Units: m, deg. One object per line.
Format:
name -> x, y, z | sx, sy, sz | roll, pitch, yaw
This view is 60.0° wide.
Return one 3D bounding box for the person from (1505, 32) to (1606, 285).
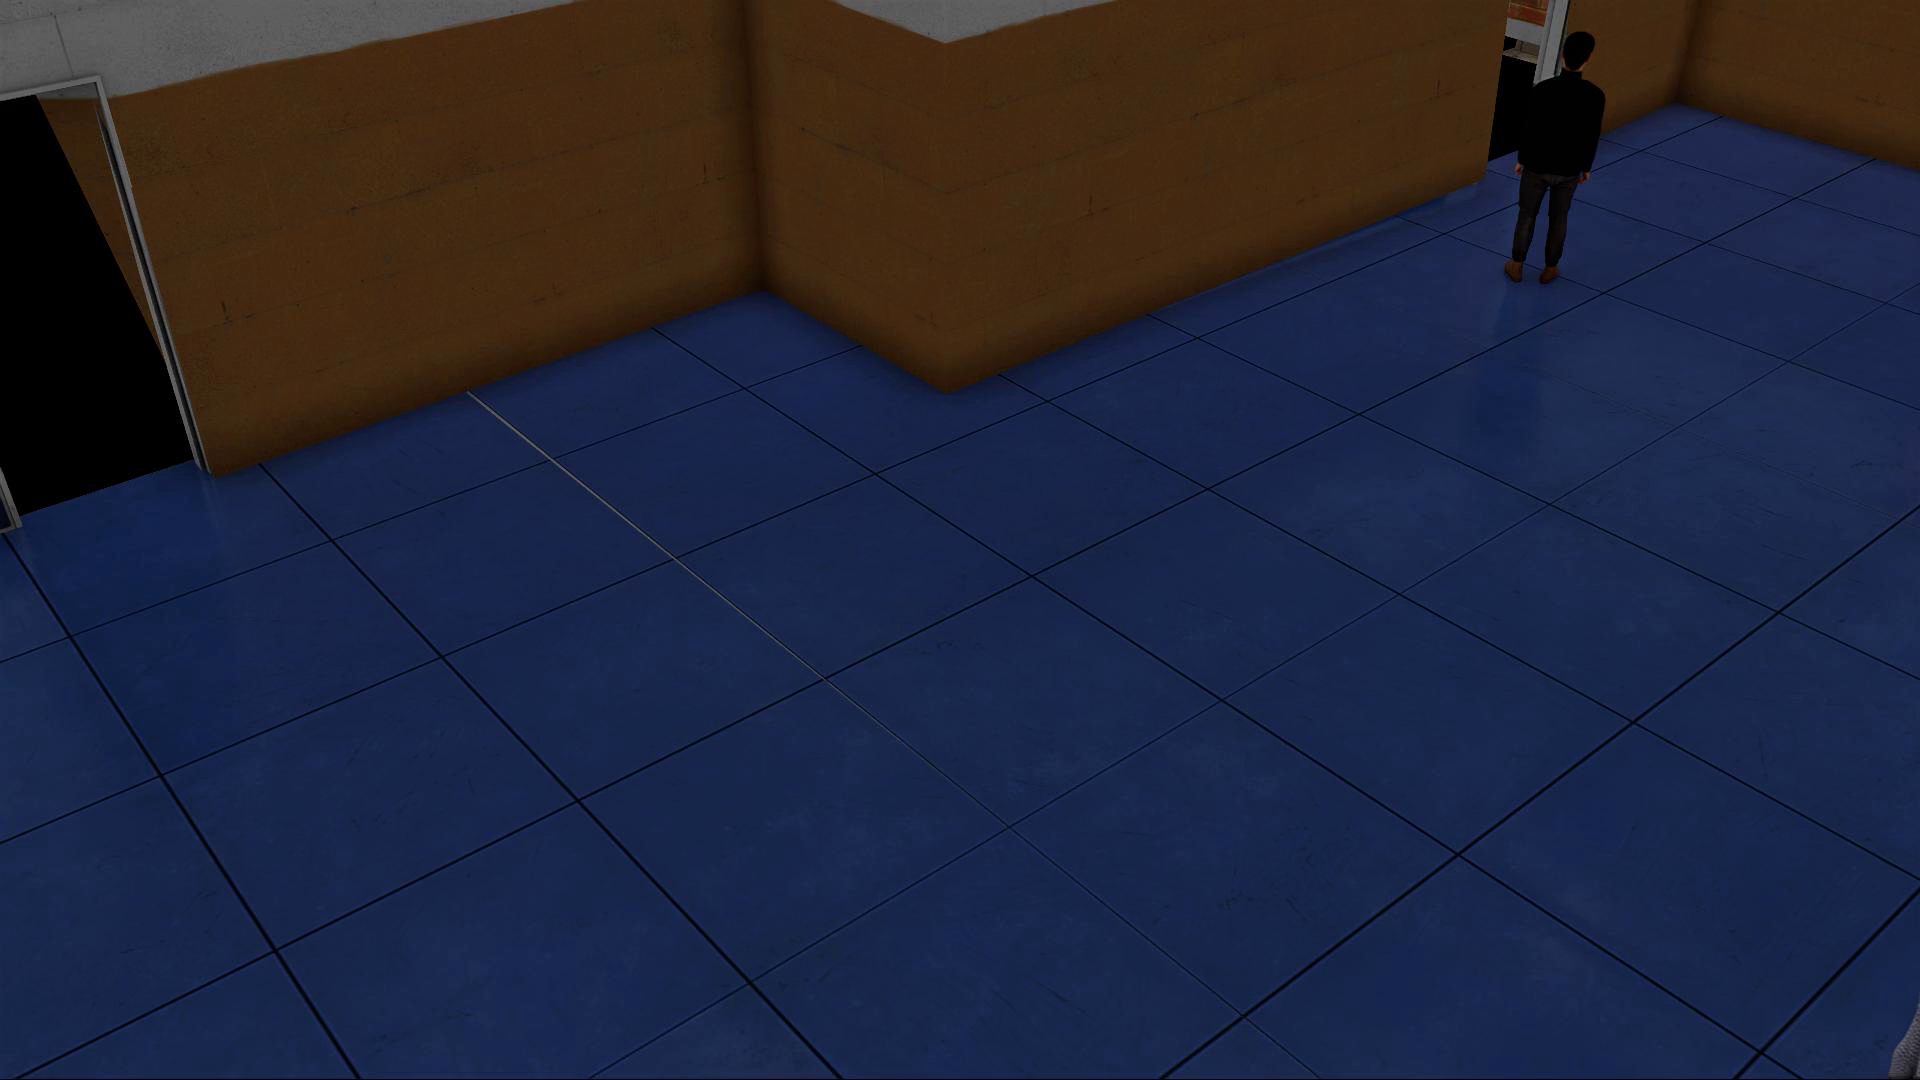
person -> 4.017, -2.572, 11.244 | 0.681, 1.723, 0.787 | 8, 35, 12
